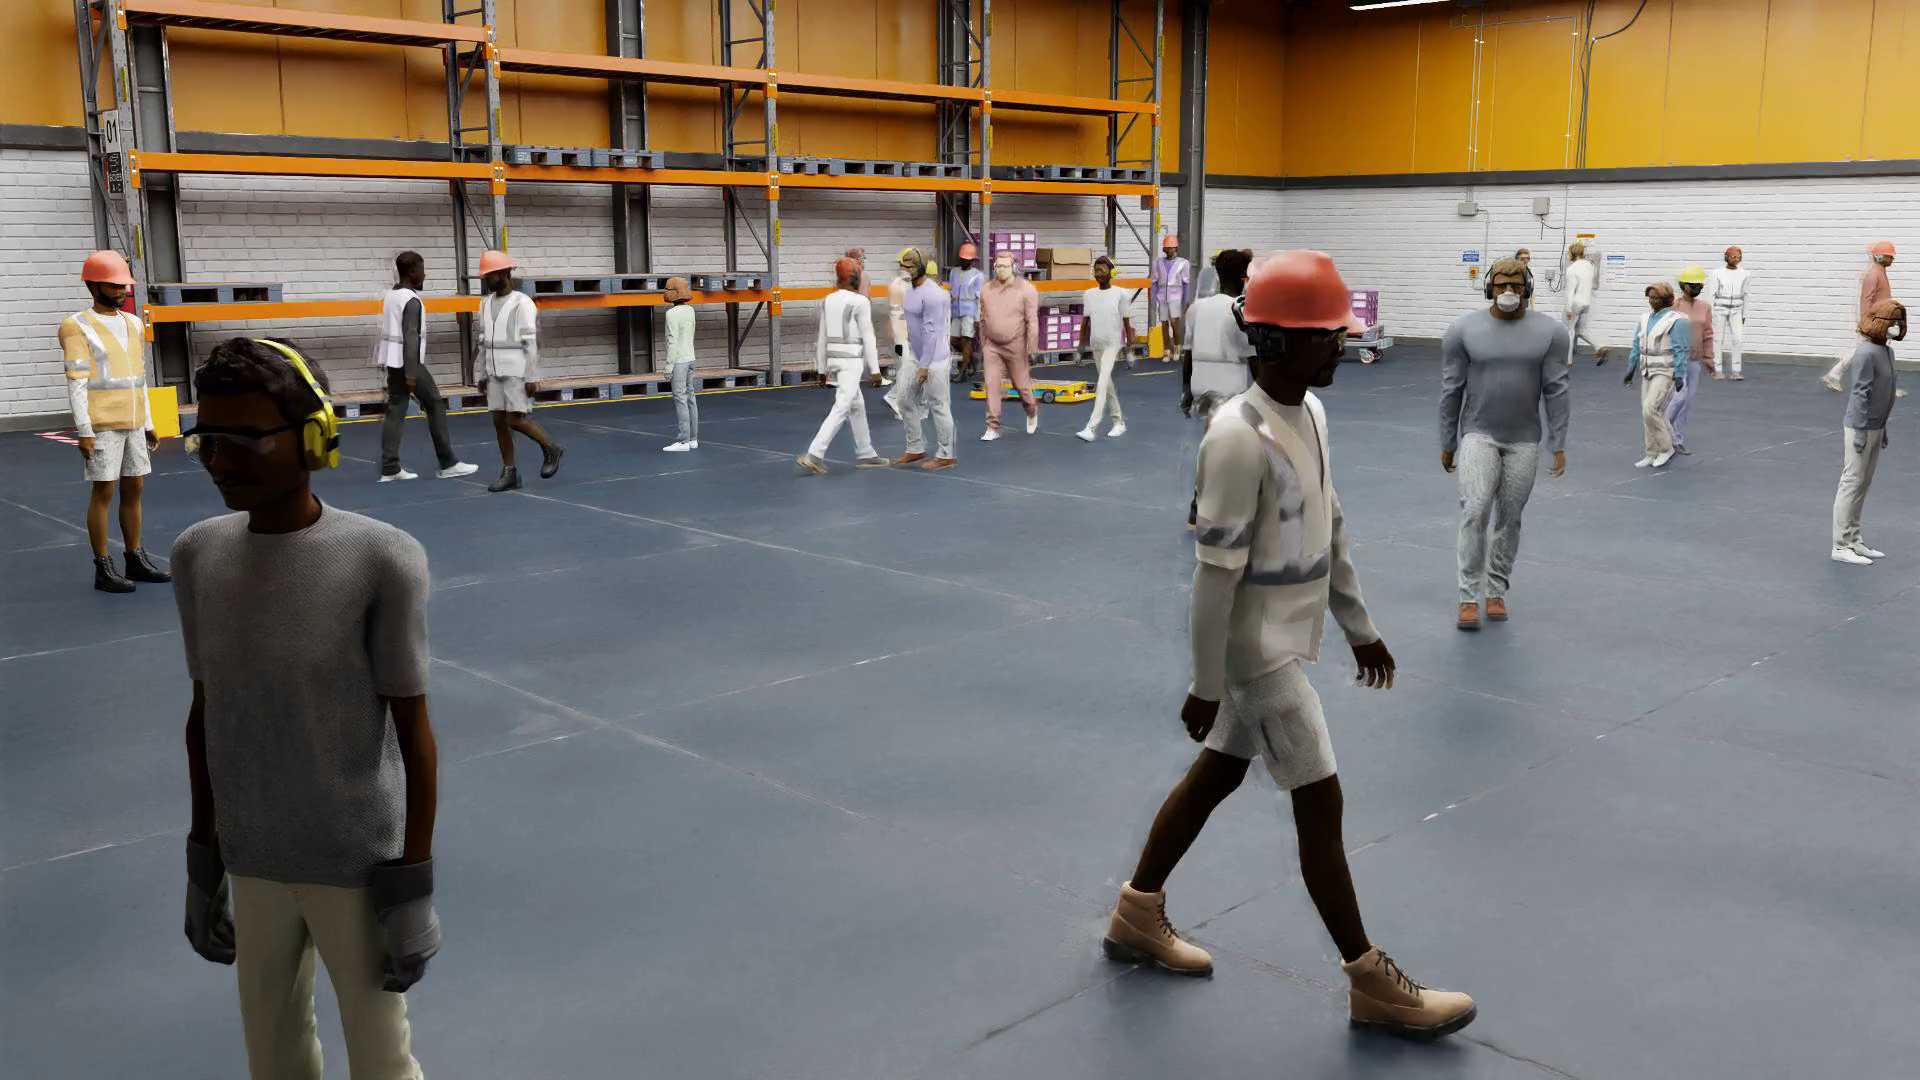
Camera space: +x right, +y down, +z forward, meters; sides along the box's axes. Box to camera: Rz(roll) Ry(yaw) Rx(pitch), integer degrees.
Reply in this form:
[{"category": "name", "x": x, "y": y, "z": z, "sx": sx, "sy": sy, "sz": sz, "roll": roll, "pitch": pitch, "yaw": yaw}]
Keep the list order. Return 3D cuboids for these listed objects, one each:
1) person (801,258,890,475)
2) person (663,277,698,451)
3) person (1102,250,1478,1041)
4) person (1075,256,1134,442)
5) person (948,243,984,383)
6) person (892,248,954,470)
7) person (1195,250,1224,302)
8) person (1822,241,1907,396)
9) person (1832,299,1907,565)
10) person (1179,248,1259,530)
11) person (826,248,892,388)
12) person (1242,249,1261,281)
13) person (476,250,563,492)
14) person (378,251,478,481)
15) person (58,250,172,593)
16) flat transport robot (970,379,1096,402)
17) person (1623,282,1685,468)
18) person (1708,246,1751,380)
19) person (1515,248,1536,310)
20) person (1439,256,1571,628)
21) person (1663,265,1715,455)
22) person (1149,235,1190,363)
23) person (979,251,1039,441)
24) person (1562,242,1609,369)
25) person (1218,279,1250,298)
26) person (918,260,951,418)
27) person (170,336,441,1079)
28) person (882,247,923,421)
[{"category": "person", "x": -1.006, "y": -1.482, "z": 14.210, "sx": 0.976, "sy": 1.845, "sz": 0.586, "roll": -9, "pitch": 13, "yaw": -39}, {"category": "person", "x": -2.643, "y": -1.653, "z": 15.664, "sx": 0.284, "sy": 1.636, "sz": 0.500, "roll": 2, "pitch": 11, "yaw": 13}, {"category": "person", "x": 0.822, "y": 0.258, "z": 4.305, "sx": 1.036, "sy": 1.991, "sz": 0.611, "roll": 4, "pitch": 11, "yaw": 23}, {"category": "person", "x": 1.419, "y": -1.895, "z": 16.480, "sx": 0.552, "sy": 1.821, "sz": 1.002, "roll": 7, "pitch": 13, "yaw": 35}, {"category": "person", "x": 0.099, "y": -3.115, "z": 22.883, "sx": 0.586, "sy": 1.914, "sz": 0.588, "roll": 7, "pitch": 13, "yaw": 34}, {"category": "person", "x": -0.321, "y": -1.528, "z": 14.247, "sx": 0.643, "sy": 1.907, "sz": 0.641, "roll": -5, "pitch": 12, "yaw": -27}, {"category": "person", "x": 4.008, "y": -3.641, "z": 26.092, "sx": 0.694, "sy": 1.783, "sz": 0.609, "roll": -7, "pitch": 13, "yaw": -34}, {"category": "person", "x": 11.574, "y": -2.826, "z": 21.188, "sx": 0.963, "sy": 1.962, "sz": 0.624, "roll": 8, "pitch": 13, "yaw": 37}, {"category": "person", "x": 5.652, "y": -0.674, "z": 10.332, "sx": 0.285, "sy": 1.631, "sz": 0.501, "roll": 10, "pitch": 14, "yaw": 43}, {"category": "person", "x": 1.895, "y": -1.049, "z": 11.575, "sx": 0.939, "sy": 1.919, "sz": 0.631, "roll": -8, "pitch": 13, "yaw": -36}, {"category": "person", "x": -1.388, "y": -2.935, "z": 22.060, "sx": 0.992, "sy": 1.857, "sz": 0.664, "roll": -9, "pitch": 14, "yaw": -40}, {"category": "person", "x": 4.551, "y": -3.786, "z": 26.840, "sx": 0.644, "sy": 1.812, "sz": 0.658, "roll": -1, "pitch": 10, "yaw": -4}, {"category": "person", "x": -3.557, "y": -1.347, "z": 13.259, "sx": 0.553, "sy": 1.910, "sz": 0.596, "roll": 6, "pitch": 12, "yaw": 30}, {"category": "person", "x": -4.466, "y": -1.436, "z": 13.814, "sx": 0.869, "sy": 1.885, "sz": 0.598, "roll": -9, "pitch": 14, "yaw": -40}, {"category": "person", "x": -4.811, "y": -0.673, "z": 9.505, "sx": 0.364, "sy": 1.935, "sz": 0.548, "roll": 3, "pitch": 11, "yaw": 17}, {"category": "flat transport robot", "x": 0.910, "y": -1.848, "z": 20.449, "sx": 1.431, "sy": 0.197, "sz": 0.652, "roll": 5, "pitch": 11, "yaw": 24}, {"category": "person", "x": 6.029, "y": -1.420, "z": 14.429, "sx": 0.383, "sy": 1.624, "sz": 0.534, "roll": -2, "pitch": 11, "yaw": -11}, {"category": "person", "x": 10.753, "y": -3.154, "z": 23.235, "sx": 0.587, "sy": 1.864, "sz": 0.699, "roll": 2, "pitch": 11, "yaw": 9}, {"category": "person", "x": 8.381, "y": -3.452, "z": 24.949, "sx": 0.503, "sy": 1.825, "sz": 0.493, "roll": -3, "pitch": 11, "yaw": -15}, {"category": "person", "x": 2.800, "y": -0.484, "z": 8.545, "sx": 0.633, "sy": 1.916, "sz": 0.743, "roll": 2, "pitch": 11, "yaw": 8}, {"category": "person", "x": 6.682, "y": -1.642, "z": 15.304, "sx": 0.525, "sy": 1.754, "sz": 0.379, "roll": -3, "pitch": 11, "yaw": -18}, {"category": "person", "x": 3.313, "y": -3.808, "z": 26.362, "sx": 0.612, "sy": 2.026, "sz": 0.461, "roll": 5, "pitch": 11, "yaw": 25}, {"category": "person", "x": 0.509, "y": -1.946, "z": 16.625, "sx": 0.654, "sy": 1.877, "sz": 0.893, "roll": 5, "pitch": 11, "yaw": 24}, {"category": "person", "x": 9.372, "y": -3.516, "z": 25.051, "sx": 0.640, "sy": 1.919, "sz": 0.725, "roll": -7, "pitch": 13, "yaw": -35}, {"category": "person", "x": 4.216, "y": -3.468, "z": 25.637, "sx": 0.573, "sy": 1.594, "sz": 0.813, "roll": 0, "pitch": 10, "yaw": -1}, {"category": "person", "x": -0.342, "y": -2.224, "z": 18.485, "sx": 0.487, "sy": 1.743, "sz": 0.315, "roll": -4, "pitch": 11, "yaw": -19}, {"category": "person", "x": -1.135, "y": 0.579, "z": 2.885, "sx": 0.508, "sy": 1.860, "sz": 0.315, "roll": 3, "pitch": 11, "yaw": 15}, {"category": "person", "x": -0.599, "y": -2.225, "z": 18.091, "sx": 0.540, "sy": 1.895, "sz": 0.606, "roll": 6, "pitch": 12, "yaw": 28}]
